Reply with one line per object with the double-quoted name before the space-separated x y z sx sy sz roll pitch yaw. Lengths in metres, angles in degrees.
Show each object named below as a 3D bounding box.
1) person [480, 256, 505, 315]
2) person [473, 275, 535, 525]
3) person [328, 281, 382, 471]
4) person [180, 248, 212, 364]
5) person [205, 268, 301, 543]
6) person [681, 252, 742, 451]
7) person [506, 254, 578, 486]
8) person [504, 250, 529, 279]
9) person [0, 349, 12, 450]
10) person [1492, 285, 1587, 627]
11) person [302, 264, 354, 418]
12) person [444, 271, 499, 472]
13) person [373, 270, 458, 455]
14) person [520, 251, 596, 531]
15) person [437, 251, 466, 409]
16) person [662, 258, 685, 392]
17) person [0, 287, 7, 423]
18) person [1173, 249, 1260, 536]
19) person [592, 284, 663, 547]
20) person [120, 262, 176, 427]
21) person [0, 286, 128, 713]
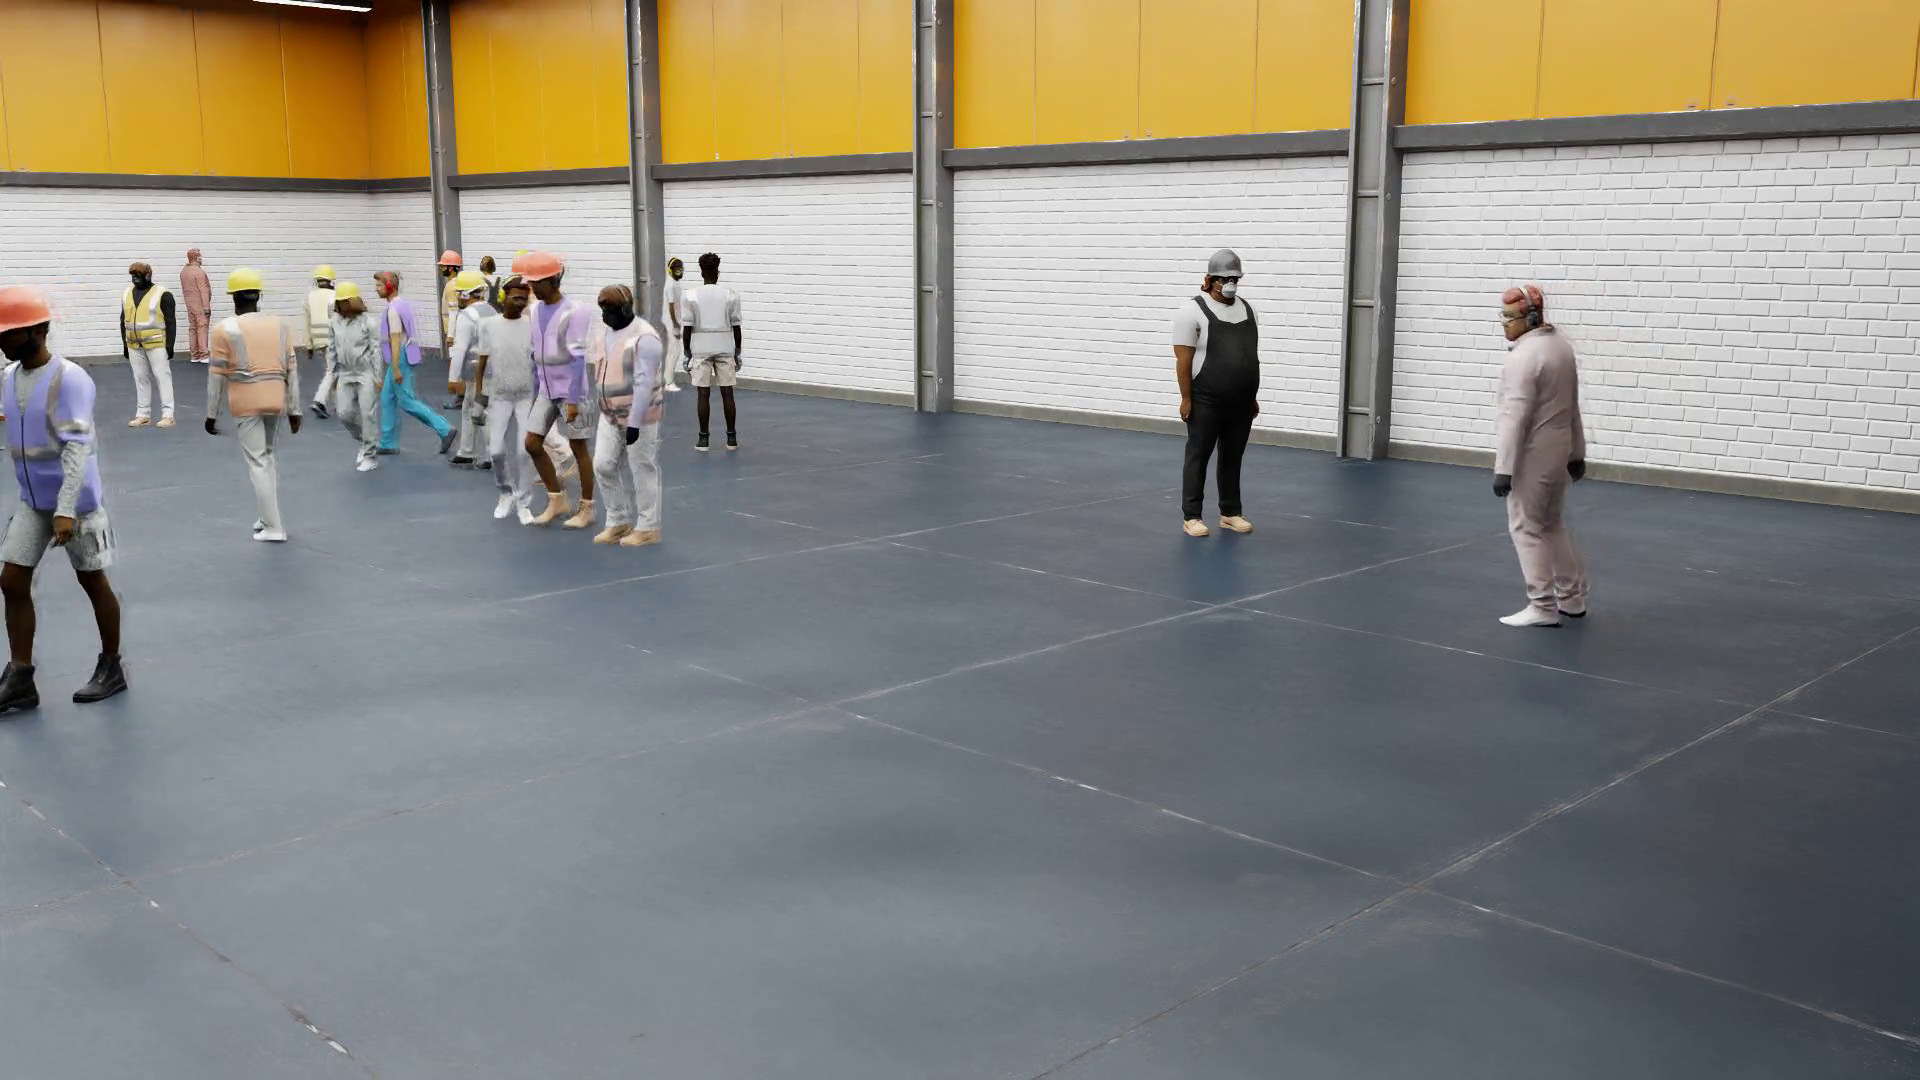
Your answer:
"person" -6.582 -3.056 23.343 0.507 1.846 0.346 -9 14 -41
"person" -3.336 -1.037 12.358 0.559 1.845 0.507 -2 11 -13
"person" -5.485 -1.491 15.122 0.517 1.720 0.449 1 10 7
"person" -12.686 -3.897 27.747 0.643 1.913 0.408 8 13 36
"person" -4.990 -0.936 11.639 0.722 1.904 0.588 7 12 32
"person" -2.457 -1.861 16.498 0.609 1.963 0.368 -3 11 -15
"person" -3.520 -1.413 14.026 0.555 1.973 0.649 1 10 6
"person" -6.550 -3.412 25.099 0.624 1.918 0.421 -4 11 -19
"person" -9.874 -1.842 16.712 0.860 1.858 0.584 9 13 39
"person" 3.136 -0.447 9.053 0.468 1.870 0.698 9 13 39
"person" -7.444 -2.336 19.567 0.594 1.798 0.889 3 11 18
"person" -4.472 -1.511 15.011 0.760 1.803 0.628 2 11 9
"person" -5.367 -1.710 16.126 0.841 1.811 0.565 -2 11 -13
"person" -2.893 -1.058 11.968 0.644 2.010 0.572 7 13 35
"person" -6.224 -2.580 20.481 0.354 1.942 0.545 -1 10 -4
"person" -3.934 -2.956 22.882 0.399 1.816 0.704 -1 10 -5
"person" -11.005 -2.295 18.937 0.632 1.940 0.372 8 13 38
"person" 1.881 -1.046 11.846 0.689 2.000 0.538 -5 12 -26
"person" -2.268 -0.827 11.304 0.659 1.806 0.542 8 13 38
"person" -9.047 -2.168 18.517 0.634 1.839 0.429 1 10 8
"person" -4.093 -0.161 7.394 0.576 1.901 0.801 4 11 21
